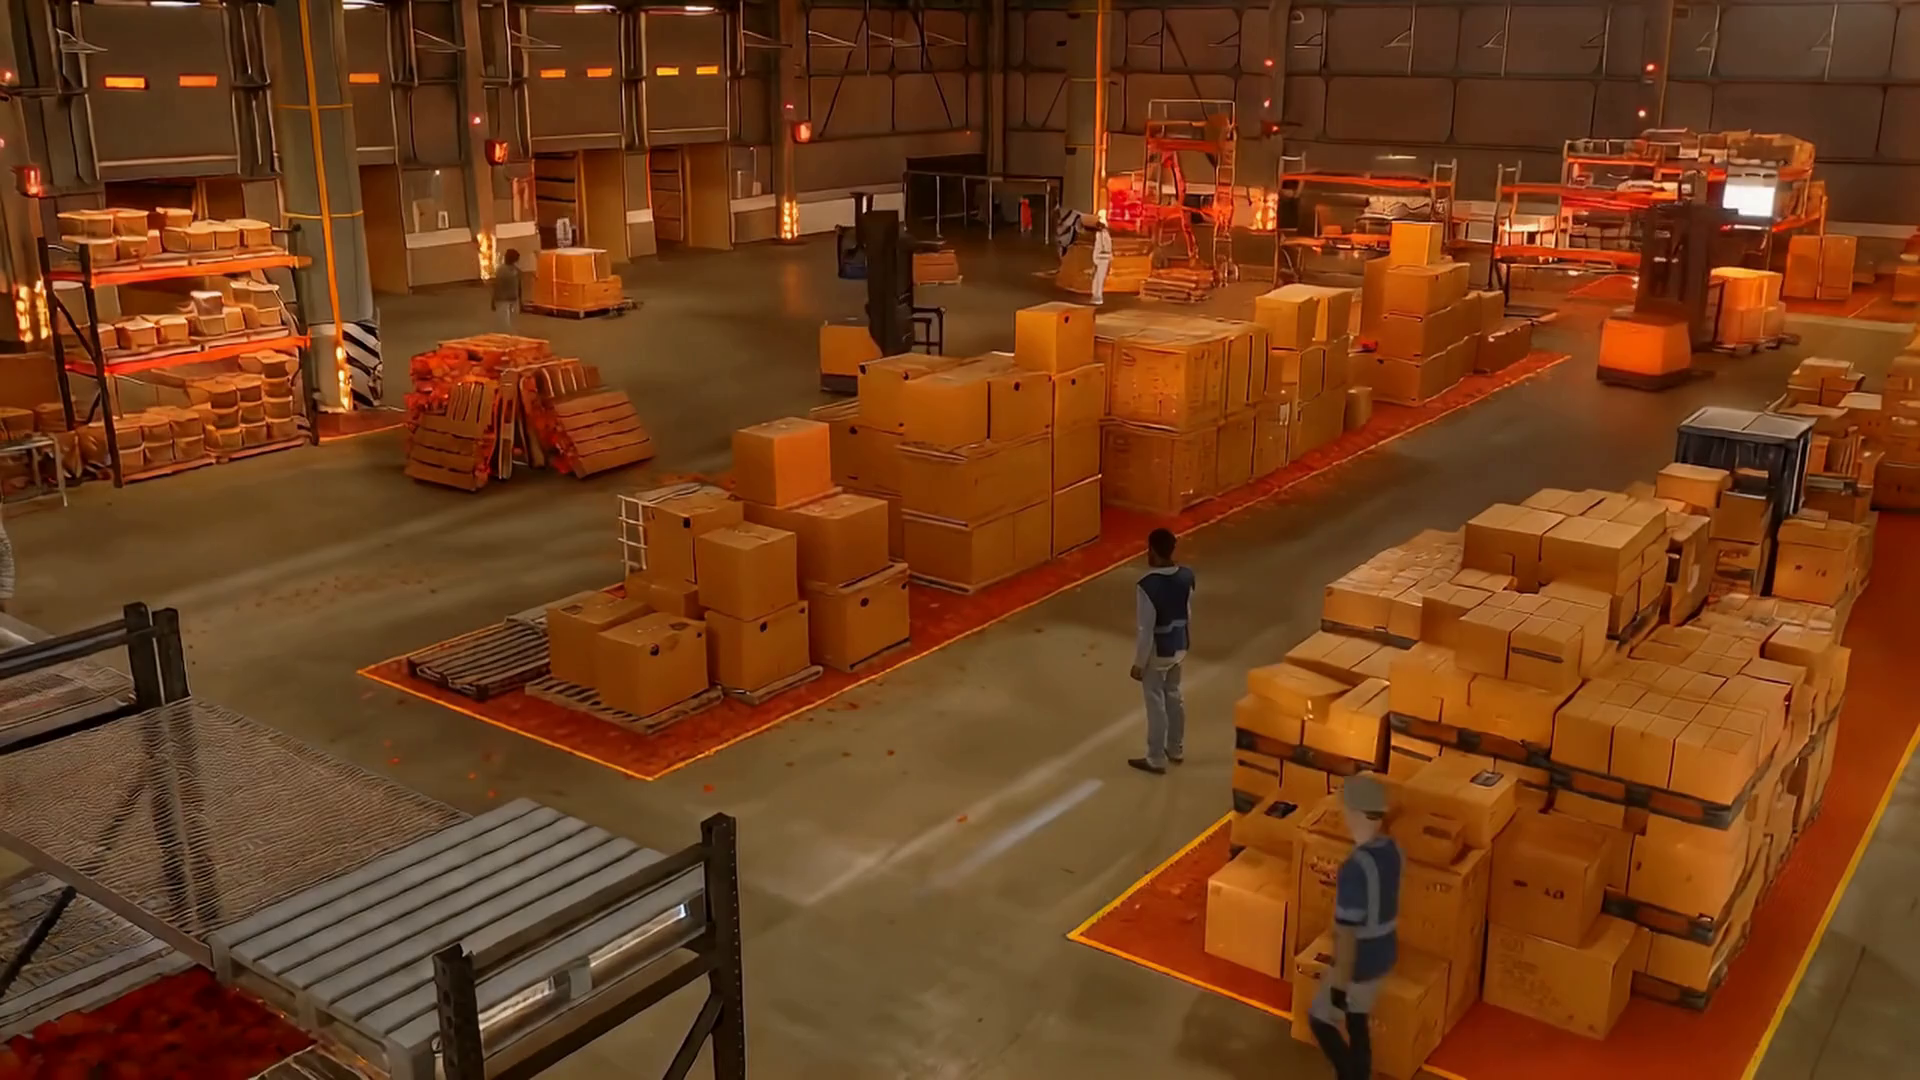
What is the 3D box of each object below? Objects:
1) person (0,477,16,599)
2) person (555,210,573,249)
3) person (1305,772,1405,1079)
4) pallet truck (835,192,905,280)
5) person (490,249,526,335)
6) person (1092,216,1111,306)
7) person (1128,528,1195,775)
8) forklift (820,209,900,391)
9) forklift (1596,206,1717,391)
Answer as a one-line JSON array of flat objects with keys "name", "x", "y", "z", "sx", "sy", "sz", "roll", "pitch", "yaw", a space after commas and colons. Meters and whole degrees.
[{"name": "person", "x": -9.719, "y": -0.359, "z": 16.572, "sx": 0.376, "sy": 1.936, "sz": 0.627, "roll": -7, "pitch": 18, "yaw": -21}, {"name": "person", "x": -9.129, "y": -6.776, "z": 38.333, "sx": 0.534, "sy": 1.629, "sz": 0.418, "roll": 12, "pitch": 21, "yaw": 34}, {"name": "person", "x": 2.002, "y": 2.108, "z": 8.444, "sx": 0.407, "sy": 1.905, "sz": 0.585, "roll": 13, "pitch": 21, "yaw": 37}, {"name": "pallet truck", "x": -1.936, "y": -7.159, "z": 38.982, "sx": 1.885, "sy": 1.965, "sz": 0.823, "roll": -12, "pitch": 21, "yaw": -34}, {"name": "person", "x": -7.927, "y": -4.160, "z": 29.218, "sx": 0.516, "sy": 1.897, "sz": 0.651, "roll": 7, "pitch": 18, "yaw": 22}, {"name": "person", "x": 2.968, "y": -5.846, "z": 34.853, "sx": 0.350, "sy": 1.878, "sz": 0.568, "roll": 9, "pitch": 19, "yaw": 28}, {"name": "person", "x": 1.542, "y": 0.844, "z": 12.622, "sx": 0.598, "sy": 1.915, "sz": 0.375, "roll": -16, "pitch": 23, "yaw": -43}, {"name": "forklift", "x": -1.220, "y": -3.791, "z": 26.326, "sx": 1.873, "sy": 2.768, "sz": 1.129, "roll": 3, "pitch": 17, "yaw": 10}, {"name": "forklift", "x": 11.355, "y": -3.937, "z": 26.810, "sx": 1.873, "sy": 2.768, "sz": 1.129, "roll": -13, "pitch": 21, "yaw": -36}]
